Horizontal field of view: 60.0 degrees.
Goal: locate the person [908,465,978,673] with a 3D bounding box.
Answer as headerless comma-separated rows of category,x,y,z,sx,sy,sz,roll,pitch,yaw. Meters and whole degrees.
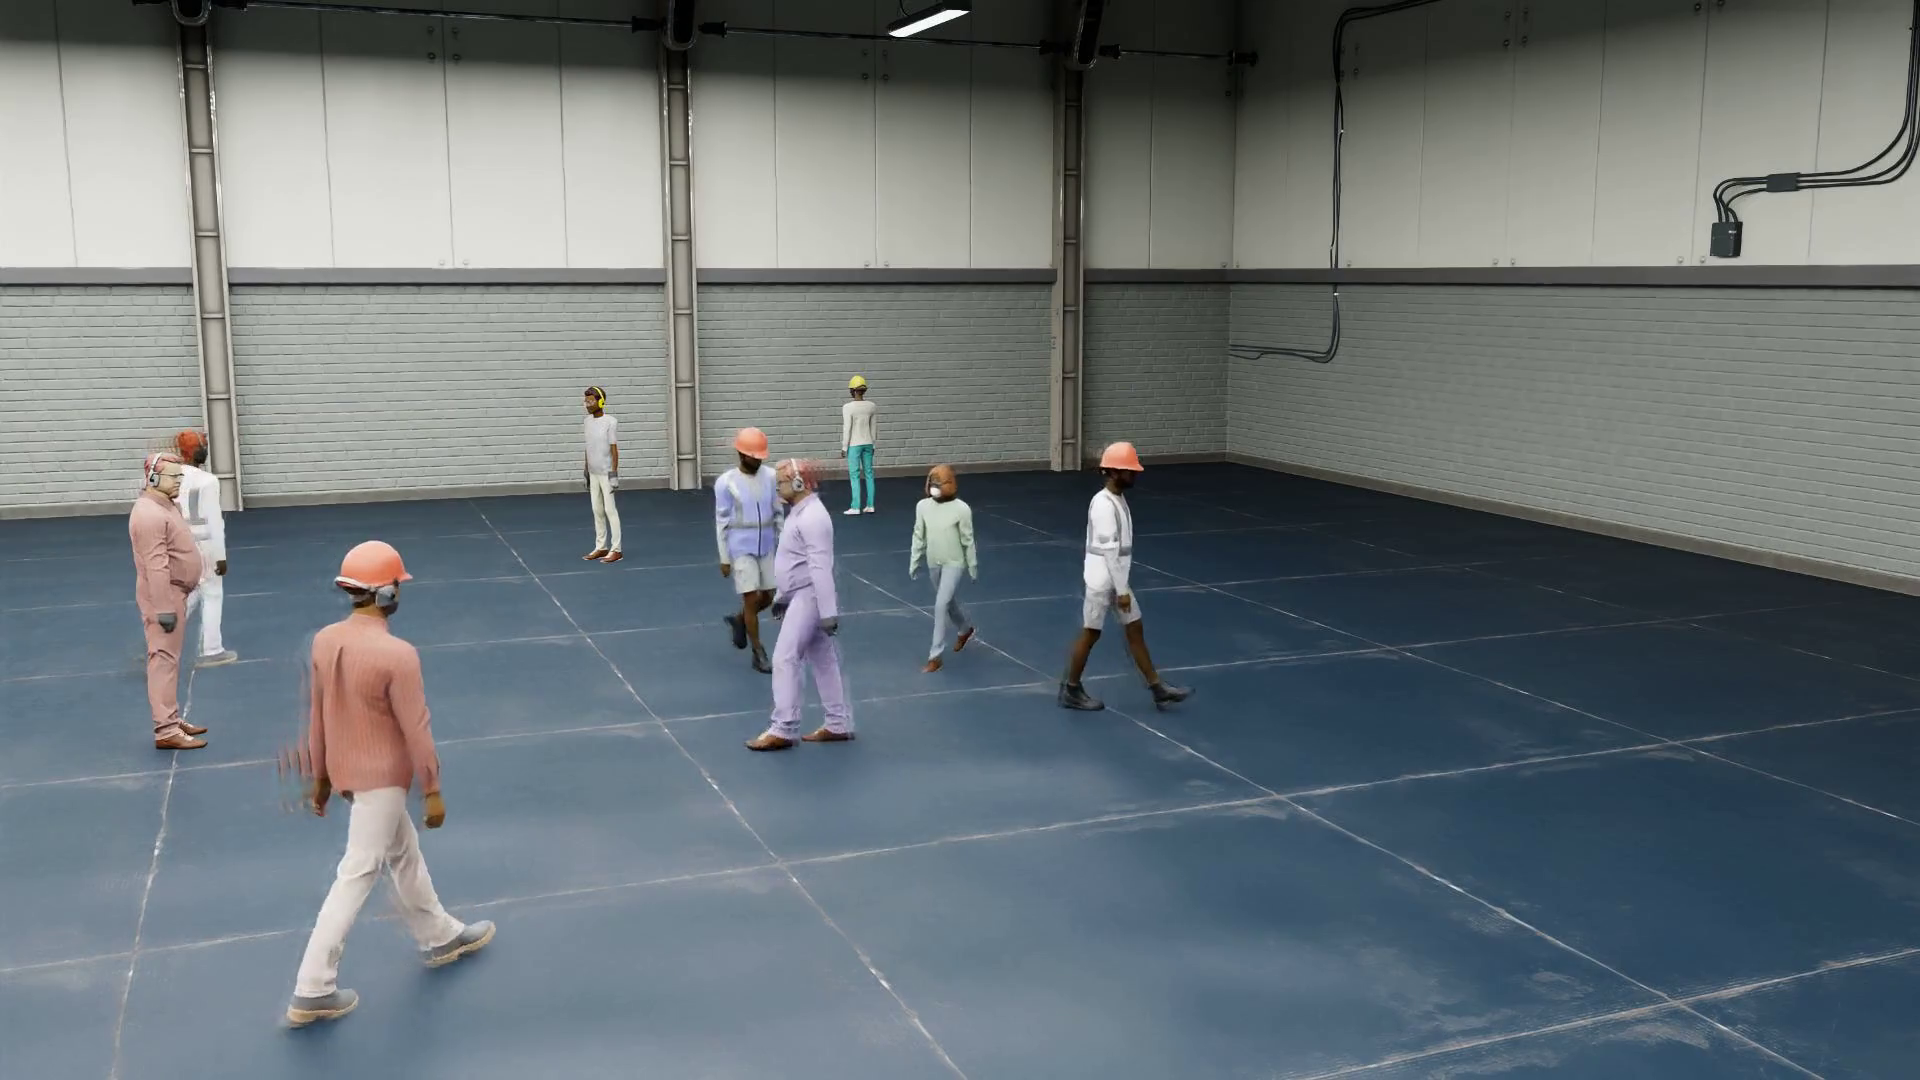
person,-0.074,0.190,12.986,0.515,1.599,0.853,6,11,34

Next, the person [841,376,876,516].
person,-1.290,-1.193,21.066,0.535,1.767,0.316,-8,12,-42

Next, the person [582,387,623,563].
person,-3.807,-0.691,17.630,0.519,1.862,0.315,7,11,36

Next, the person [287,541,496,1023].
person,-2.425,0.969,6.942,0.639,1.942,1.052,7,11,37

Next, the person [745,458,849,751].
person,-1.090,0.410,10.688,0.815,1.874,0.654,-1,9,-6

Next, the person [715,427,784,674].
person,-1.637,0.062,12.785,0.601,1.896,0.723,-6,11,-34

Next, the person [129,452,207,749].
person,-5.092,0.386,10.728,0.401,1.904,0.641,-3,10,-20

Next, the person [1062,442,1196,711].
person,1.135,0.279,11.422,0.969,1.889,0.570,3,10,21

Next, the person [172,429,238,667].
person,-5.899,0.081,12.750,0.591,1.865,0.597,4,10,22
